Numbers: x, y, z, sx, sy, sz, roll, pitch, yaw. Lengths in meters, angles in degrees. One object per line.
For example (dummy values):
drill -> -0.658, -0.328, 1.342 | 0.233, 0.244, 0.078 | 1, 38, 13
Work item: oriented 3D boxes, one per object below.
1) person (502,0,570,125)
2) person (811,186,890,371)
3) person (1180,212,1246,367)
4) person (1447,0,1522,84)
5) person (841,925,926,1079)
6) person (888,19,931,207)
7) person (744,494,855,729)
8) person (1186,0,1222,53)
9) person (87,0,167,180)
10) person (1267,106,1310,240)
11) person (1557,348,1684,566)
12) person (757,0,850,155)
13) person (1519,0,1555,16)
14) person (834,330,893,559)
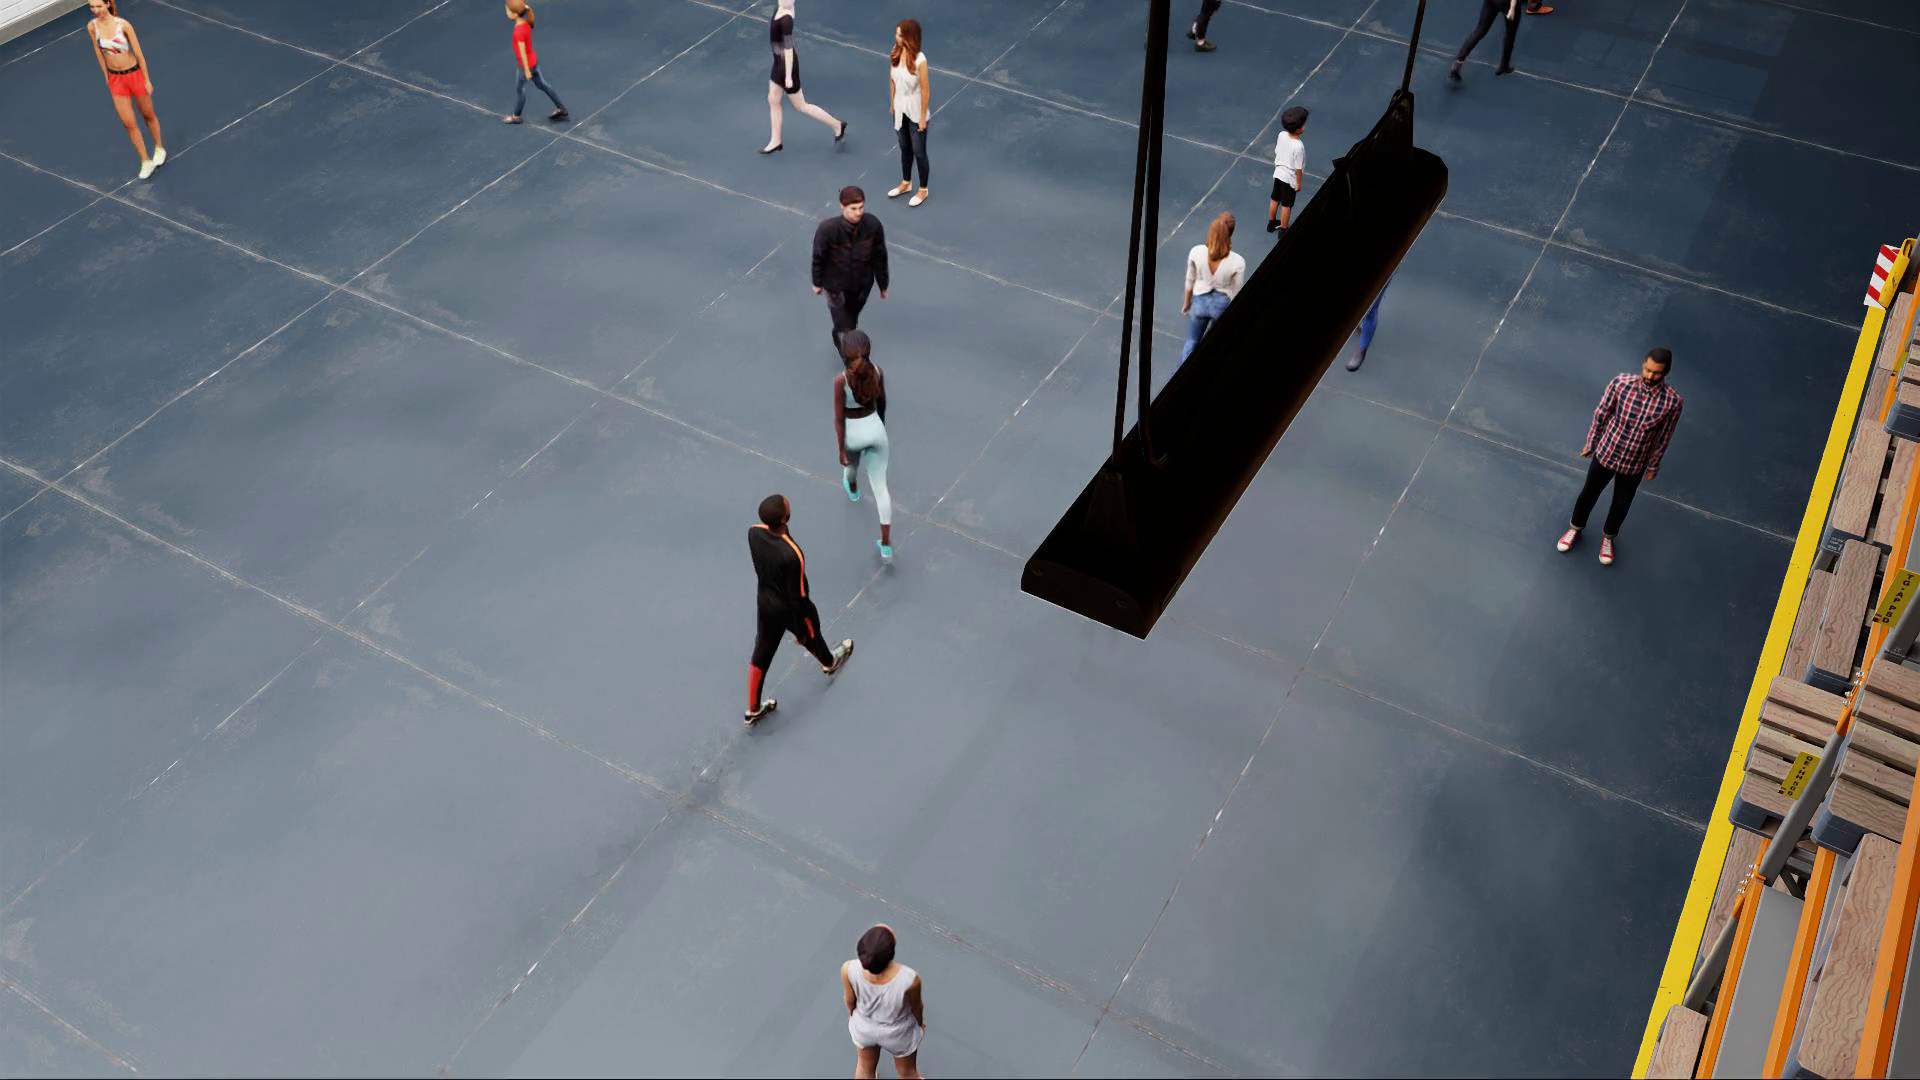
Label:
person -> -4.132, -4.636, 16.161 | 0.811, 1.282, 0.876 | 1, 44, 1
person -> -0.913, -2.053, 13.093 | 1.274, 1.774, 1.228 | -18, 46, -18
person -> 1.919, -1.740, 12.814 | 0.662, 1.705, 0.949 | 18, 47, 18
person -> 5.317, -5.334, 16.586 | 1.219, 1.707, 1.022 | -21, 48, -21
person -> -0.385, 2.460, 8.479 | 0.639, 1.604, 0.658 | 6, 44, 6
person -> -0.433, -3.866, 14.988 | 0.629, 1.785, 0.597 | 34, 53, 30
person -> -1.180, 0.476, 10.447 | 0.751, 1.763, 1.204 | 28, 50, 26
person -> 2.515, -5.747, 17.190 | 0.767, 1.471, 0.681 | -3, 44, -4
person -> -7.707, -4.320, 15.472 | 0.839, 1.776, 0.923 | -4, 44, -5
person -> 2.901, -3.257, 14.729 | 0.613, 1.262, 0.573 | -22, 48, -22
person -> 4.621, -0.608, 11.587 | 0.692, 1.761, 0.604 | 19, 47, 19
person -> -1.515, -4.405, 15.542 | 1.124, 1.802, 1.100 | -8, 44, -9
person -> 6.273, -6.566, 17.807 | 0.798, 1.807, 0.785 | -18, 47, -18
person -> -0.654, -0.642, 11.690 | 1.167, 1.666, 1.166 | -13, 45, -14
